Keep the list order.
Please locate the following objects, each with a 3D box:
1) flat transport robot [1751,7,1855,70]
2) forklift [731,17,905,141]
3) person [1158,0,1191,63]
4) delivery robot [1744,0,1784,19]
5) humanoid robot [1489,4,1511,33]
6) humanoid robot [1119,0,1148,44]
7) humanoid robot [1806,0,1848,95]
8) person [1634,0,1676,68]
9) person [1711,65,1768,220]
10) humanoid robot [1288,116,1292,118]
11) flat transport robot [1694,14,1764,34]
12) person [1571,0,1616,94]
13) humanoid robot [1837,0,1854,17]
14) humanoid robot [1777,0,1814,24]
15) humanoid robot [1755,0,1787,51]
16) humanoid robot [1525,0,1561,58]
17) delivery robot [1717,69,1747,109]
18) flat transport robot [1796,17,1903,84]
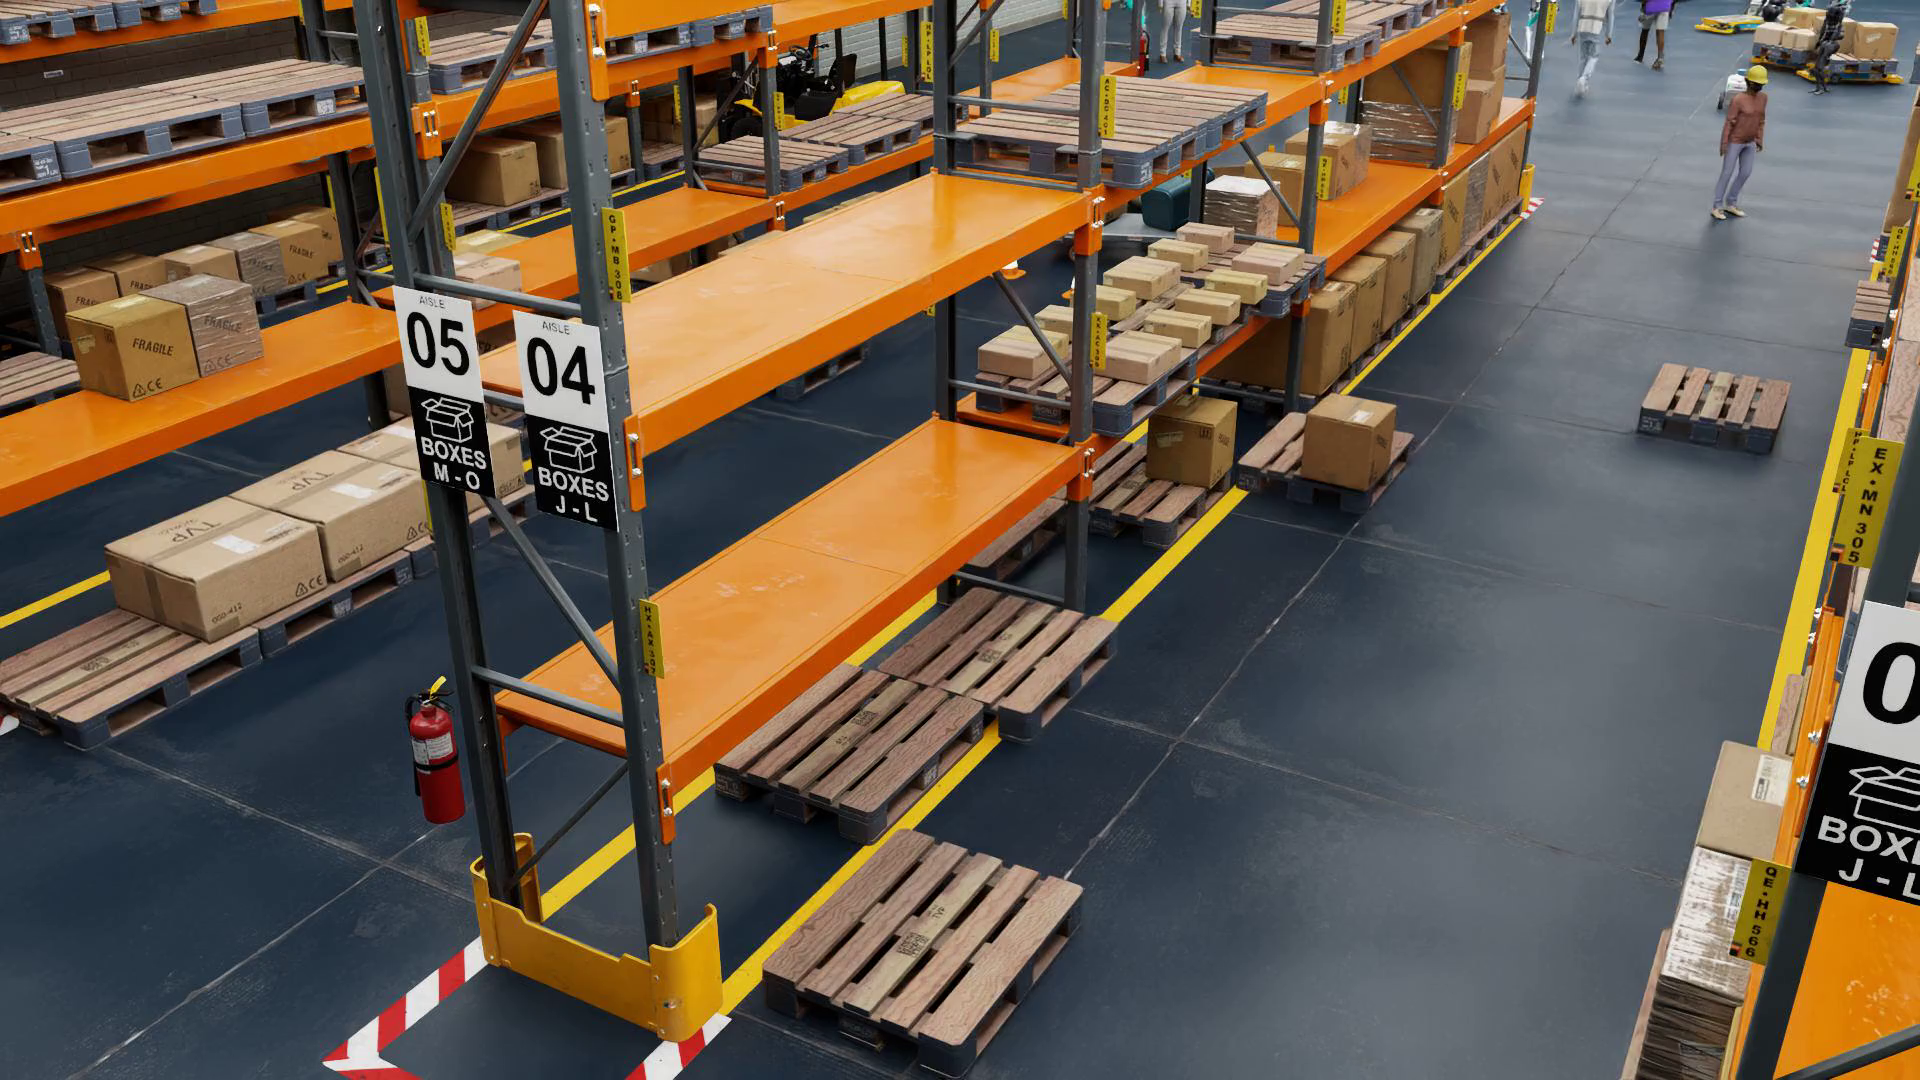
[{"bbox_3d":[14.178,-8.090,28.152,0.659,0.231,1.431,-11,28,-22],"label":"flat transport robot"},{"bbox_3d":[-1.819,-5.975,21.543,2.313,2.155,1.214,14,29,26],"label":"forklift"},{"bbox_3d":[3.680,-9.190,28.515,0.627,1.940,0.373,-6,26,-13],"label":"person"},{"bbox_3d":[16.082,-10.658,33.150,0.787,0.587,0.499,-16,30,-29],"label":"delivery robot"},{"bbox_3d":[9.148,-8.875,28.177,0.530,1.849,0.713,-21,33,-36],"label":"humanoid robot"},{"bbox_3d":[3.149,-9.621,29.692,0.743,1.821,0.538,-20,32,-35],"label":"humanoid robot"},{"bbox_3d":[13.542,-7.800,25.918,0.337,1.649,0.584,1,26,2],"label":"humanoid robot"},{"bbox_3d":[11.788,-8.979,28.090,0.606,1.929,0.943,2,26,4],"label":"person"},{"bbox_3d":[8.979,-4.569,19.125,0.541,1.754,0.372,-10,28,-20],"label":"person"},{"bbox_3d":[4.826,-6.977,24.234,0.422,1.639,0.613,12,28,24],"label":"humanoid robot"},{"bbox_3d":[14.870,-9.898,31.909,1.431,0.231,0.659,-13,28,-24],"label":"flat transport robot"},{"bbox_3d":[9.828,-7.912,25.909,0.596,1.899,0.785,16,30,30],"label":"person"},{"bbox_3d":[16.539,-10.363,31.112,0.679,1.747,0.548,7,27,15],"label":"humanoid robot"},{"bbox_3d":[15.042,-9.723,29.953,0.540,1.863,0.869,-18,31,-32],"label":"humanoid robot"},{"bbox_3d":[14.345,-9.458,29.381,0.589,1.667,0.406,-13,29,-26],"label":"humanoid robot"},{"bbox_3d":[10.095,-9.277,28.868,0.531,1.739,0.707,-2,26,-3],"label":"humanoid robot"},{"bbox_3d":[11.772,-6.786,25.135,0.525,0.614,0.786,11,28,21],"label":"delivery robot"},{"bbox_3d":[14.553,-7.639,27.214,1.431,0.231,0.659,2,26,5],"label":"flat transport robot"}]
